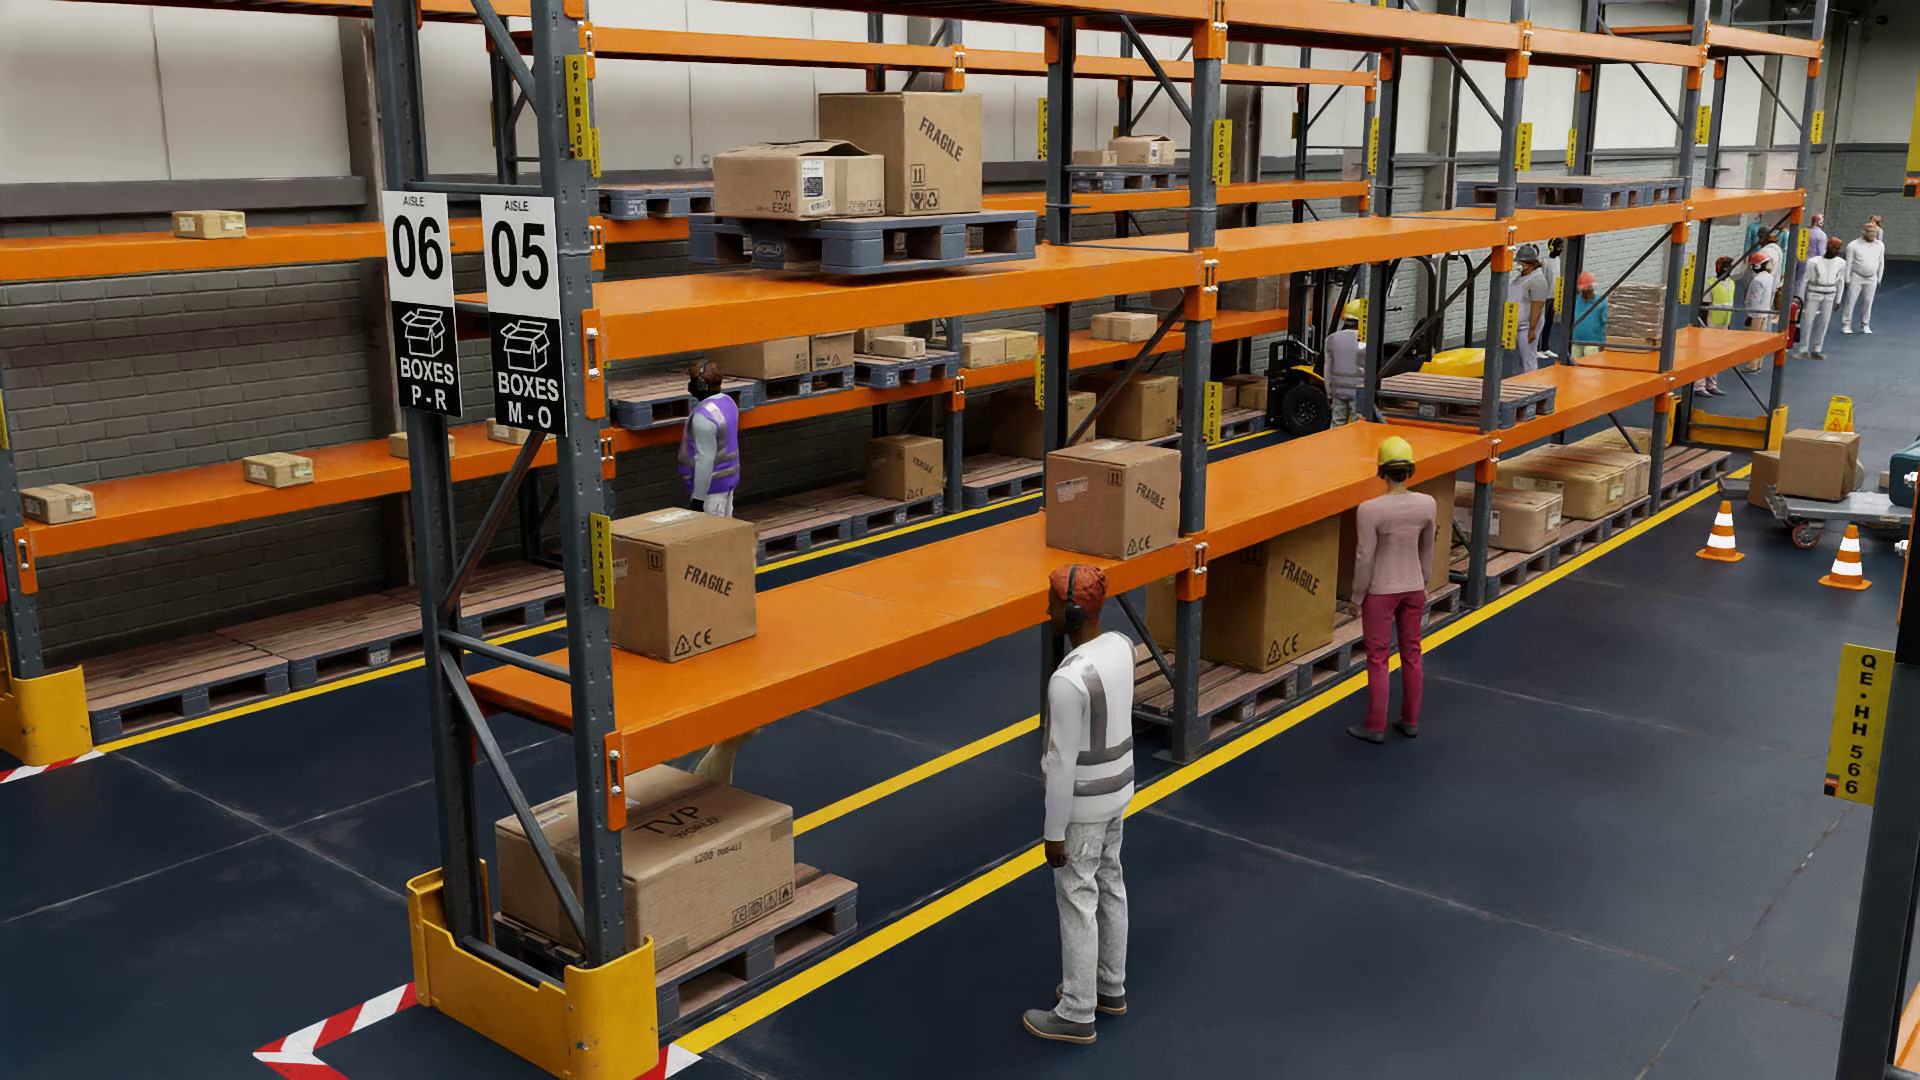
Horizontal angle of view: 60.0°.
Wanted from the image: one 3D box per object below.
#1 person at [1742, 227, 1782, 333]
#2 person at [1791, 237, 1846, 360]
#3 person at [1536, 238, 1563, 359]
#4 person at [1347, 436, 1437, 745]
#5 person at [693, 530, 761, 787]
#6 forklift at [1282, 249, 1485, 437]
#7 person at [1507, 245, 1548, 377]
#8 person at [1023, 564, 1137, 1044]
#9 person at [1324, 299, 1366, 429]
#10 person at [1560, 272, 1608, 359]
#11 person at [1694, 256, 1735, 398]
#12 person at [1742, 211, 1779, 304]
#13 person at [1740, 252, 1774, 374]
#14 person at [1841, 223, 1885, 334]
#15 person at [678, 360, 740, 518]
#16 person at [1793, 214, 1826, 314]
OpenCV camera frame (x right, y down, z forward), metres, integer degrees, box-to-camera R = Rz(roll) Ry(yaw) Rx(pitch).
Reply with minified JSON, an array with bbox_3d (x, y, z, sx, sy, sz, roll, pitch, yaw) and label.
[{"bbox_3d":[12.610,-3.967,26.221,0.536,2.000,0.688,11,18,38],"label":"person"},{"bbox_3d":[13.144,-3.683,25.416,0.631,1.866,0.404,1,14,5],"label":"person"},{"bbox_3d":[9.069,-3.722,25.604,0.513,1.860,0.317,-12,18,-40],"label":"person"},{"bbox_3d":[2.442,0.289,9.464,0.526,1.765,0.329,-5,15,-20],"label":"person"},{"bbox_3d":[-1.150,0.684,8.189,0.387,1.610,0.533,1,14,3],"label":"person"},{"bbox_3d":[4.886,-2.214,18.767,2.313,2.155,1.214,11,18,38],"label":"forklift"},{"bbox_3d":[7.209,-2.772,21.357,0.535,2.000,0.687,-1,14,-4],"label":"person"},{"bbox_3d":[0.472,0.999,6.339,0.358,1.880,0.575,8,16,29],"label":"person"},{"bbox_3d":[3.871,-1.451,16.396,0.592,1.837,0.404,12,18,40],"label":"person"},{"bbox_3d":[7.806,-2.484,20.849,0.572,1.716,0.500,8,16,31],"label":"person"},{"bbox_3d":[9.951,-2.813,21.925,0.575,1.843,0.374,-9,16,-31],"label":"person"},{"bbox_3d":[16.170,-5.758,33.605,0.622,1.993,0.382,5,15,21],"label":"person"},{"bbox_3d":[11.484,-3.277,24.022,0.339,1.742,0.563,12,18,41],"label":"person"},{"bbox_3d":[15.607,-4.508,28.726,0.651,1.900,0.400,1,14,4],"label":"person"},{"bbox_3d":[-1.817,-0.383,12.041,0.429,1.844,0.623,2,14,9],"label":"person"},{"bbox_3d":[16.354,-5.299,31.945,0.399,1.900,0.644,-4,15,-18],"label":"person"}]
